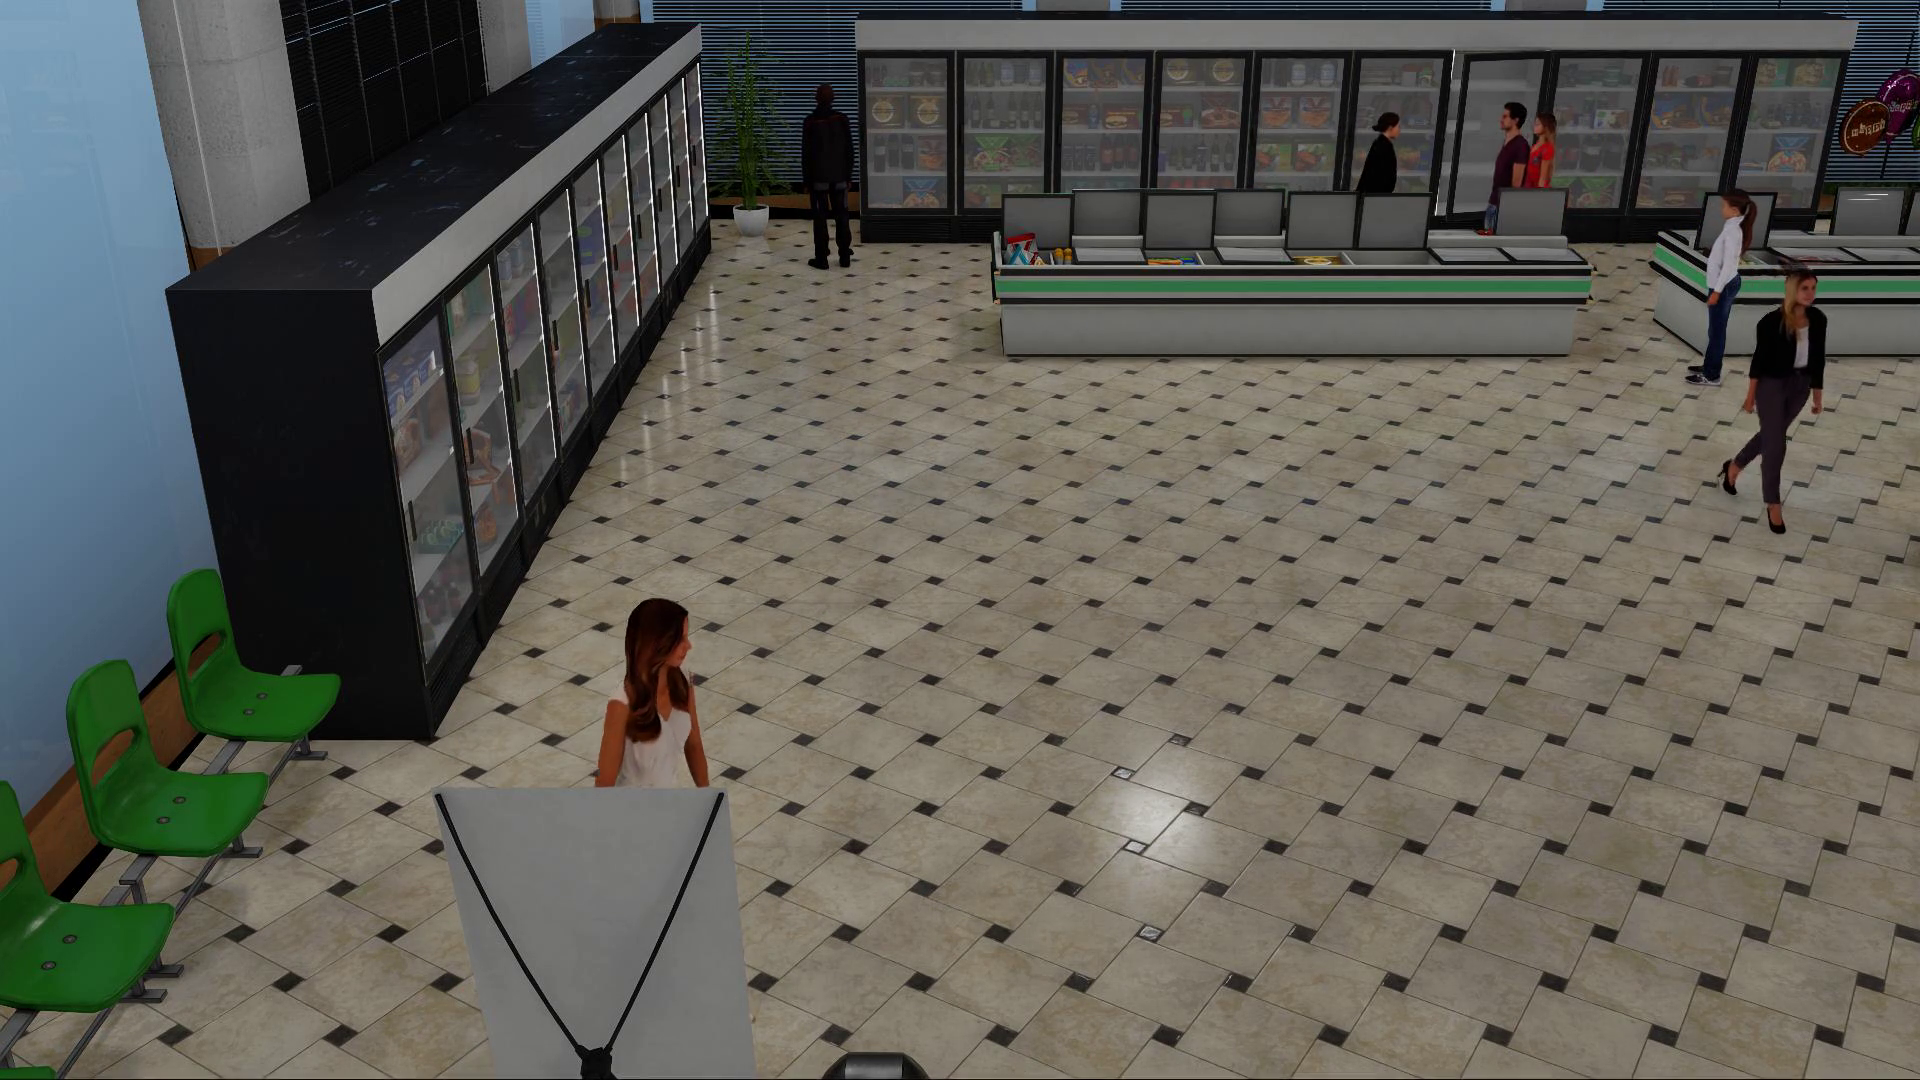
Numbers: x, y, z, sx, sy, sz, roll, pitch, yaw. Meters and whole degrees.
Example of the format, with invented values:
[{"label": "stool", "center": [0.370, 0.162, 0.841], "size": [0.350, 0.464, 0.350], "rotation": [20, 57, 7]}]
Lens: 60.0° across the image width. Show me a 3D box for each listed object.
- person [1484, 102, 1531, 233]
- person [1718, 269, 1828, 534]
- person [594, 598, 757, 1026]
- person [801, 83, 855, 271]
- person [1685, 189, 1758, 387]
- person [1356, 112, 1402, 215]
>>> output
[{"label": "person", "center": [5.085, -3.073, 15.290], "size": [0.898, 1.841, 0.663], "rotation": [0, 24, 1]}, {"label": "person", "center": [5.194, -0.923, 10.644], "size": [1.016, 1.627, 0.782], "rotation": [-4, 24, -9]}, {"label": "person", "center": [-1.250, 1.014, 6.072], "size": [1.114, 1.744, 0.883], "rotation": [13, 27, 27]}, {"label": "person", "center": [-1.312, -3.622, 16.566], "size": [0.671, 1.825, 0.834], "rotation": [-8, 25, -18]}, {"label": "person", "center": [6.079, -2.015, 13.226], "size": [0.646, 1.558, 0.619], "rotation": [12, 26, 26]}, {"label": "person", "center": [3.802, -3.143, 15.646], "size": [0.928, 1.685, 0.634], "rotation": [2, 24, 5]}]
